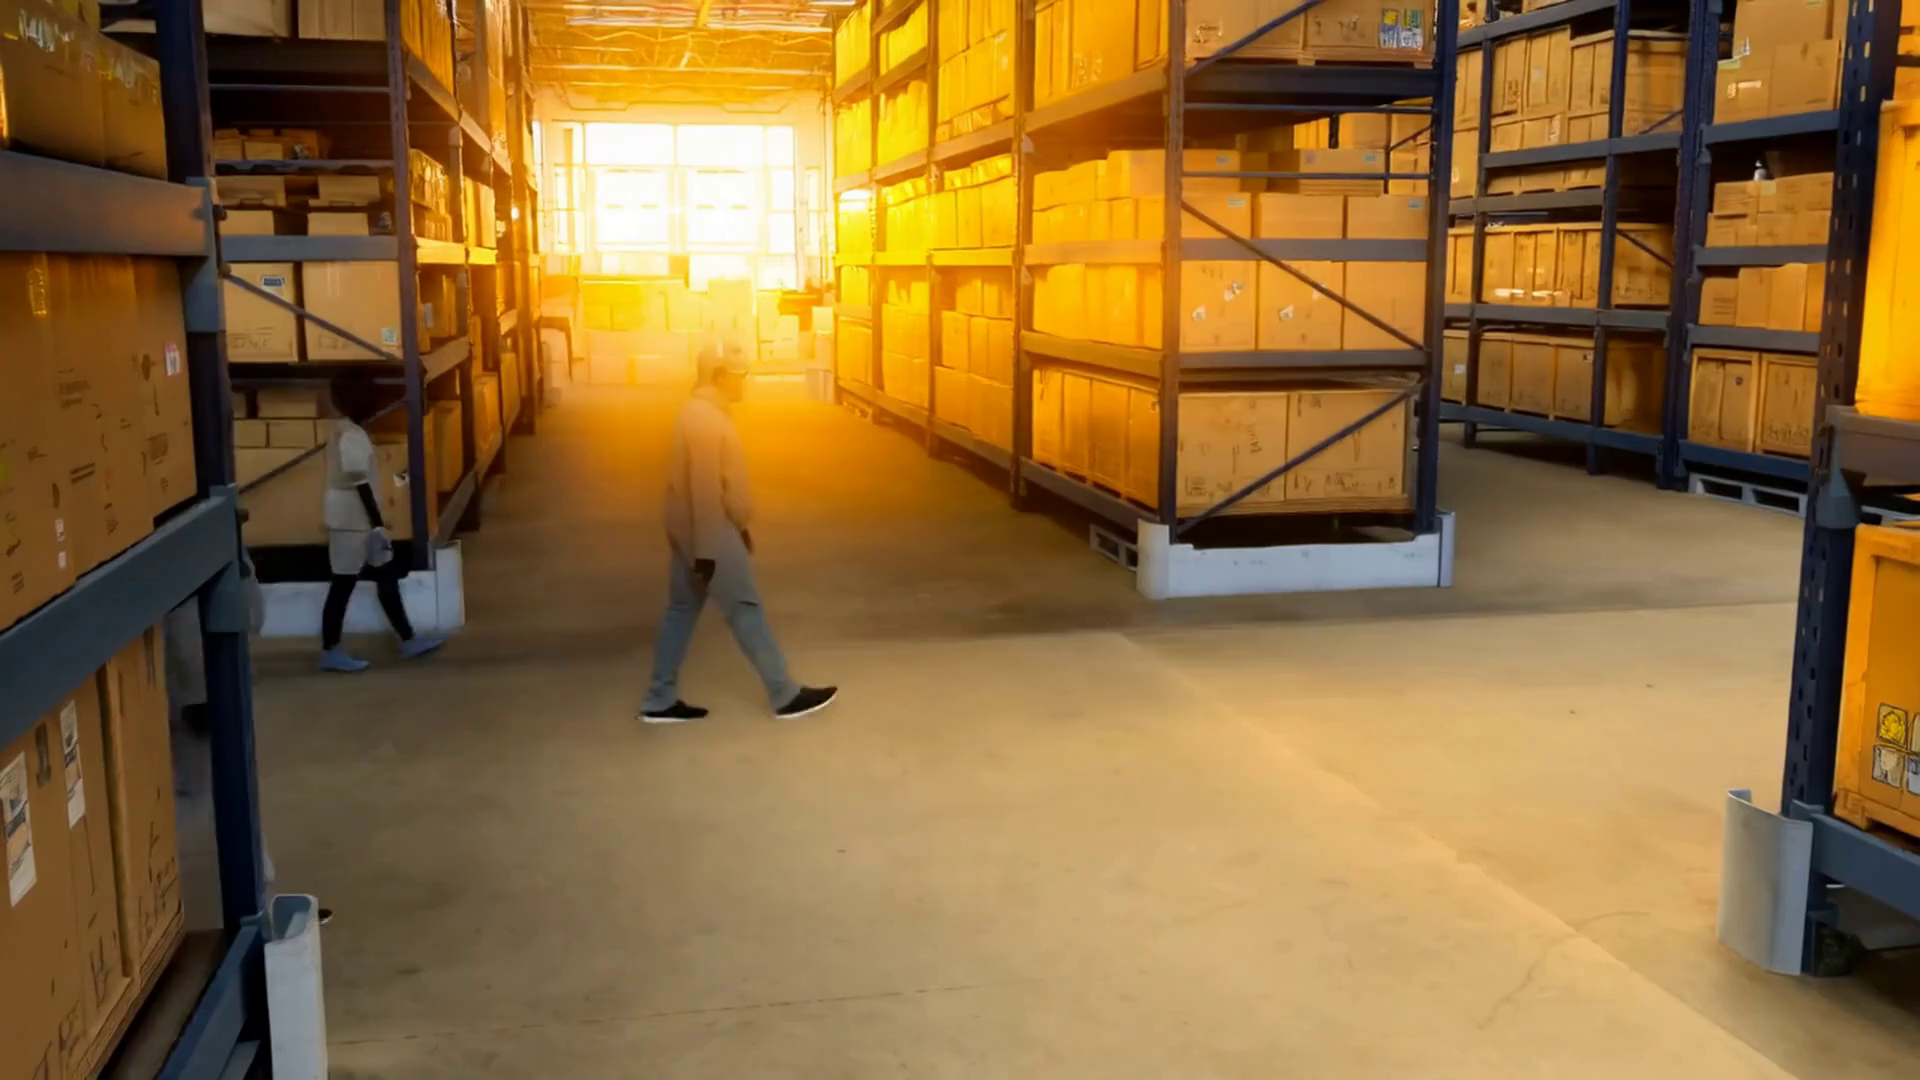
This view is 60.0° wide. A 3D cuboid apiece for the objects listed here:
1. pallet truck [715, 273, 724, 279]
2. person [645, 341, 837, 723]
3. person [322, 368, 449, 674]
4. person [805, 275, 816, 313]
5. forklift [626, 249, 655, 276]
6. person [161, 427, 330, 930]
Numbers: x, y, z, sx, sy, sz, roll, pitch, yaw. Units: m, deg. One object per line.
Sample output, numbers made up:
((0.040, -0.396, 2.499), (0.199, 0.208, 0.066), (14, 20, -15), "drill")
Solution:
((-8.580, -8.986, 62.280), (1.885, 1.965, 0.823), (1, 9, 5), "pallet truck")
((-1.106, -0.028, 8.080), (0.963, 1.857, 0.664), (-3, 10, -17), "person")
((-3.169, -0.099, 9.094), (0.771, 1.663, 0.555), (-3, 10, -18), "person")
((-5.443, -8.585, 60.057), (0.453, 1.923, 0.626), (-4, 10, -25), "person")
((-10.887, -8.534, 56.844), (1.129, 2.768, 1.873), (-7, 12, -38), "forklift")
((-2.529, 0.417, 5.323), (0.763, 1.880, 0.651), (-2, 10, -12), "person")
